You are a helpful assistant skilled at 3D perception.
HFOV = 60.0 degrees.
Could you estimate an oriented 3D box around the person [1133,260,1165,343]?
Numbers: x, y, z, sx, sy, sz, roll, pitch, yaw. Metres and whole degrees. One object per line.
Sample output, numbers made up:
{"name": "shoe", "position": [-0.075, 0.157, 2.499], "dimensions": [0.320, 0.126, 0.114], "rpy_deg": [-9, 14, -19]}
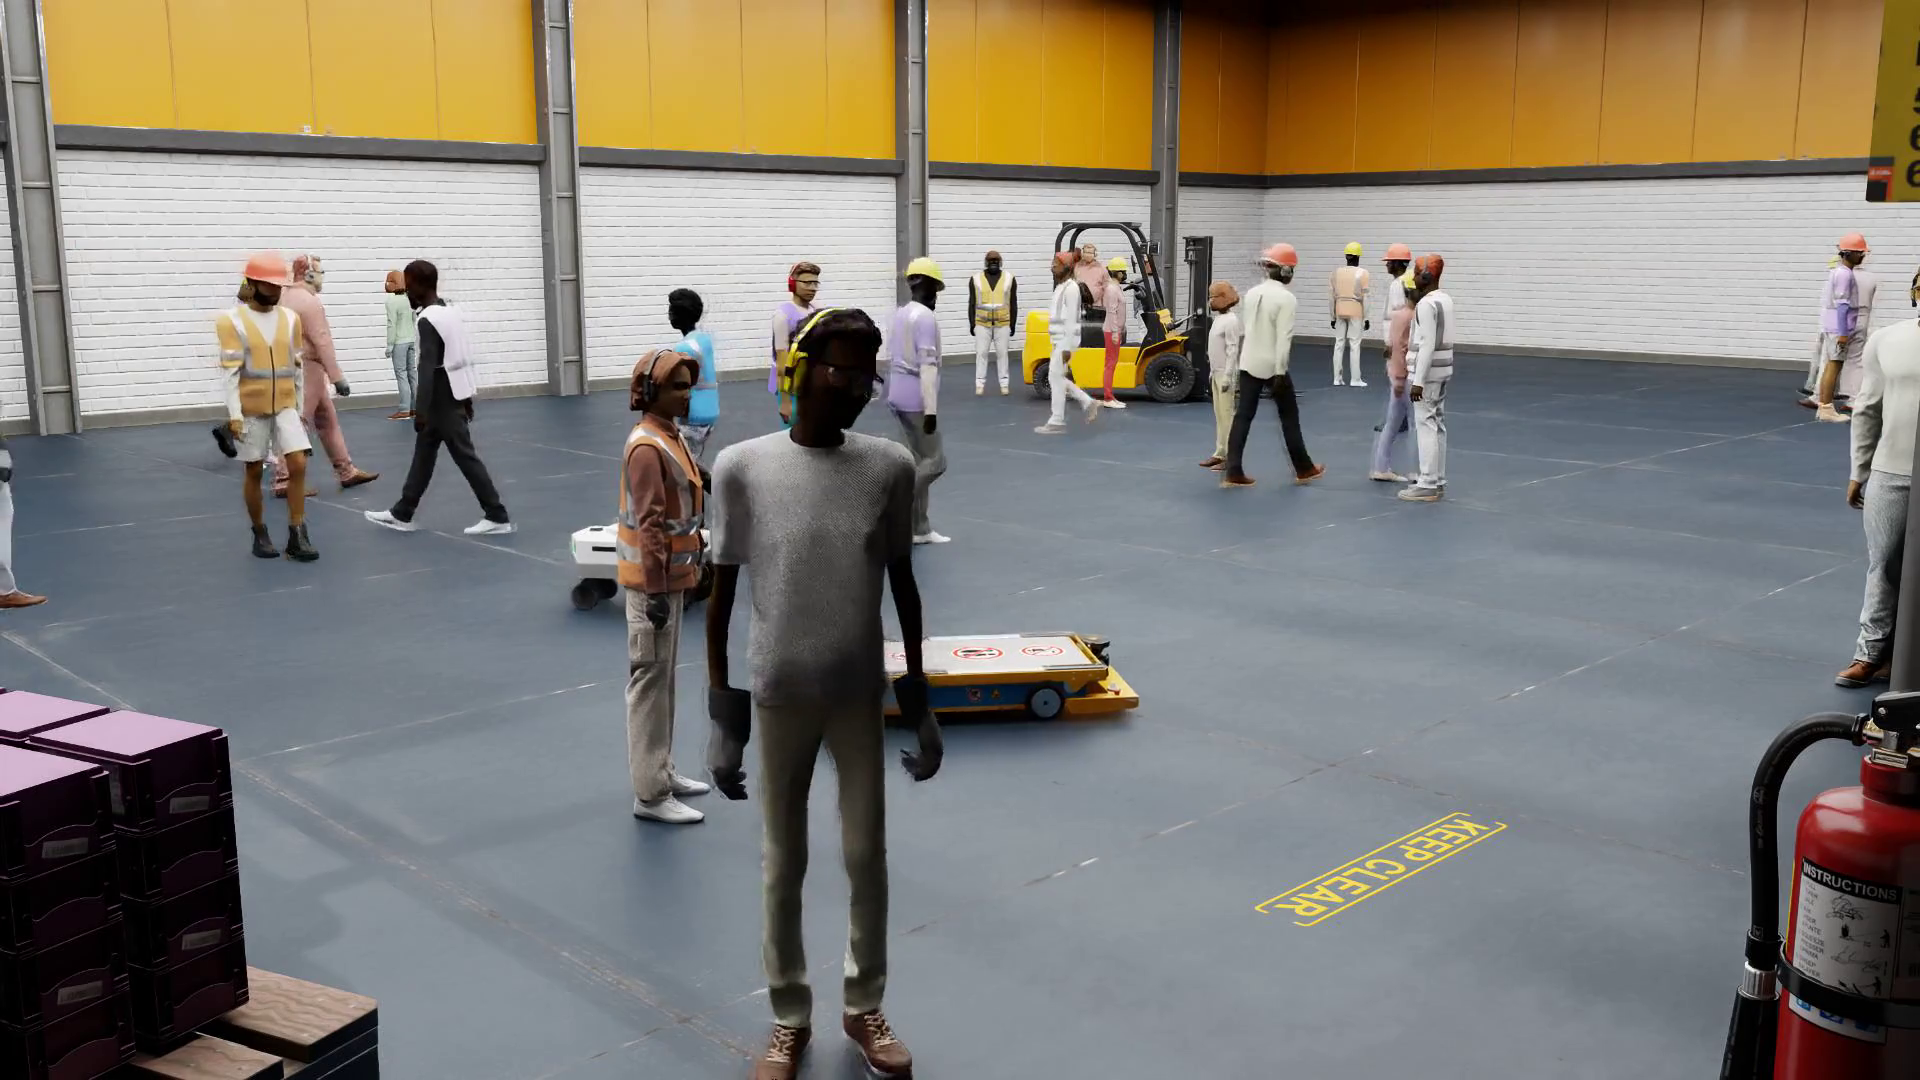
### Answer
{"name": "person", "position": [3.013, -3.642, 26.503], "dimensions": [0.507, 1.636, 0.273], "rpy_deg": [2, 11, 13]}

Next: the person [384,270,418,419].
{"name": "person", "position": [-6.183, -2.154, 18.395], "dimensions": [0.281, 1.636, 0.500], "rpy_deg": [3, 11, 14]}

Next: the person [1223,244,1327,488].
{"name": "person", "position": [2.551, -1.392, 13.392], "dimensions": [0.998, 1.944, 0.629], "rpy_deg": [-7, 12, -33]}

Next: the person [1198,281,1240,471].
{"name": "person", "position": [2.257, -1.411, 14.349], "dimensions": [0.280, 1.633, 0.498], "rpy_deg": [-1, 10, -6]}

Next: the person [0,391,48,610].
{"name": "person", "position": [-5.282, -0.508, 8.836], "dimensions": [0.525, 1.857, 0.578], "rpy_deg": [7, 13, 34]}

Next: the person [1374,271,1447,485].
{"name": "person", "position": [3.725, -1.312, 13.495], "dimensions": [0.712, 1.739, 0.540], "rpy_deg": [3, 11, 18]}

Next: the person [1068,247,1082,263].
{"name": "person", "position": [1.806, -3.672, 26.113], "dimensions": [0.430, 1.842, 0.626], "rpy_deg": [6, 12, 30]}

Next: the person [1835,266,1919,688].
{"name": "person", "position": [4.218, -0.269, 7.293], "dimensions": [0.367, 1.939, 0.634], "rpy_deg": [-9, 14, -41]}

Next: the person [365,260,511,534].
{"name": "person", "position": [-3.543, -0.946, 11.216], "dimensions": [1.011, 1.852, 0.617], "rpy_deg": [-1, 10, -6]}

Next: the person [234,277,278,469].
{"name": "person", "position": [-6.116, -1.494, 14.514], "dimensions": [0.314, 1.739, 0.485], "rpy_deg": [3, 11, 15]}

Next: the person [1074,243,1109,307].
{"name": "person", "position": [1.892, -3.444, 24.695], "dimensions": [0.643, 1.908, 0.411], "rpy_deg": [1, 10, 4]}

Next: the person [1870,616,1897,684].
{"name": "person", "position": [4.346, -0.235, 7.362], "dimensions": [0.324, 1.842, 0.514], "rpy_deg": [-9, 14, -40]}

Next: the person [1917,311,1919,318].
{"name": "person", "position": [9.871, -2.004, 16.675], "dimensions": [0.613, 1.962, 0.362], "rpy_deg": [-2, 11, -11]}

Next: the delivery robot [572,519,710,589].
{"name": "delivery robot", "position": [-1.734, 0.054, 9.048], "dimensions": [0.707, 0.478, 0.477], "rpy_deg": [2, 11, 11]}

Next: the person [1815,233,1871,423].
{"name": "person", "position": [9.569, -2.287, 18.012], "dimensions": [0.391, 2.040, 0.614], "rpy_deg": [4, 11, 22]}

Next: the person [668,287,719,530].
{"name": "person", "position": [-1.715, -0.788, 10.784], "dimensions": [0.402, 1.685, 0.545], "rpy_deg": [1, 10, 7]}

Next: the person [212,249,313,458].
{"name": "person", "position": [-6.265, -1.638, 14.887], "dimensions": [0.557, 1.904, 0.796], "rpy_deg": [7, 13, 35]}

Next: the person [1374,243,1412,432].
{"name": "person", "position": [4.493, -2.077, 17.146], "dimensions": [0.363, 1.939, 0.542], "rpy_deg": [6, 12, 29]}

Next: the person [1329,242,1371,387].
{"name": "person", "position": [5.219, -3.009, 22.259], "dimensions": [0.585, 1.929, 0.370], "rpy_deg": [9, 13, 39]}

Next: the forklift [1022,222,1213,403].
{"name": "forklift", "position": [1.935, -2.847, 20.651], "dimensions": [2.313, 2.155, 1.214], "rpy_deg": [2, 11, 13]}

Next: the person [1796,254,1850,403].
{"name": "person", "position": [10.675, -2.599, 20.373], "dimensions": [0.629, 1.792, 0.839], "rpy_deg": [-2, 11, -11]}

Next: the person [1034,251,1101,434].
{"name": "person", "position": [1.105, -2.006, 16.982], "dimensions": [0.648, 1.865, 0.578], "rpy_deg": [-2, 11, -11]}

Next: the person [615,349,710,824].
{"name": "person", "position": [-1.039, 0.155, 5.805], "dimensions": [0.315, 1.636, 0.514], "rpy_deg": [0, 10, -2]}

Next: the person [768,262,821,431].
{"name": "person", "position": [-1.118, -0.998, 11.530], "dimensions": [0.390, 1.841, 0.564], "rpy_deg": [4, 11, 21]}

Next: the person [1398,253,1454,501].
{"name": "person", "position": [3.585, -1.240, 12.733], "dimensions": [0.337, 1.882, 0.585], "rpy_deg": [6, 12, 30]}

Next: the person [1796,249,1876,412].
{"name": "person", "position": [10.159, -2.415, 19.172], "dimensions": [0.667, 1.890, 0.581], "rpy_deg": [-3, 11, -17]}

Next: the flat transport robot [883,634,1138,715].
{"name": "flat transport robot", "position": [-0.003, 0.584, 7.187], "dimensions": [1.431, 0.197, 0.652], "rpy_deg": [-1, 10, -8]}

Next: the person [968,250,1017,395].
{"name": "person", "position": [0.409, -2.746, 21.098], "dimensions": [0.630, 1.836, 0.430], "rpy_deg": [0, 10, 0]}

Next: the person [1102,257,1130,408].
{"name": "person", "position": [1.835, -2.435, 19.570], "dimensions": [0.314, 1.769, 0.524], "rpy_deg": [2, 11, 8]}

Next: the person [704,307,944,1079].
{"name": "person", "position": [-0.328, 0.390, 3.951], "dimensions": [0.566, 1.853, 0.328], "rpy_deg": [-3, 11, -14]}

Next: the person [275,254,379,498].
{"name": "person", "position": [-4.968, -1.272, 12.971], "dimensions": [0.934, 1.868, 0.667], "rpy_deg": [-6, 12, -31]}

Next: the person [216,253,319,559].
{"name": "person", "position": [-4.259, -0.806, 10.293], "dimensions": [0.563, 1.904, 0.767], "rpy_deg": [-10, 14, -43]}

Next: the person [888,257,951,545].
{"name": "person", "position": [-0.299, -0.894, 10.888], "dimensions": [0.535, 1.883, 0.633], "rpy_deg": [-4, 11, -22]}
